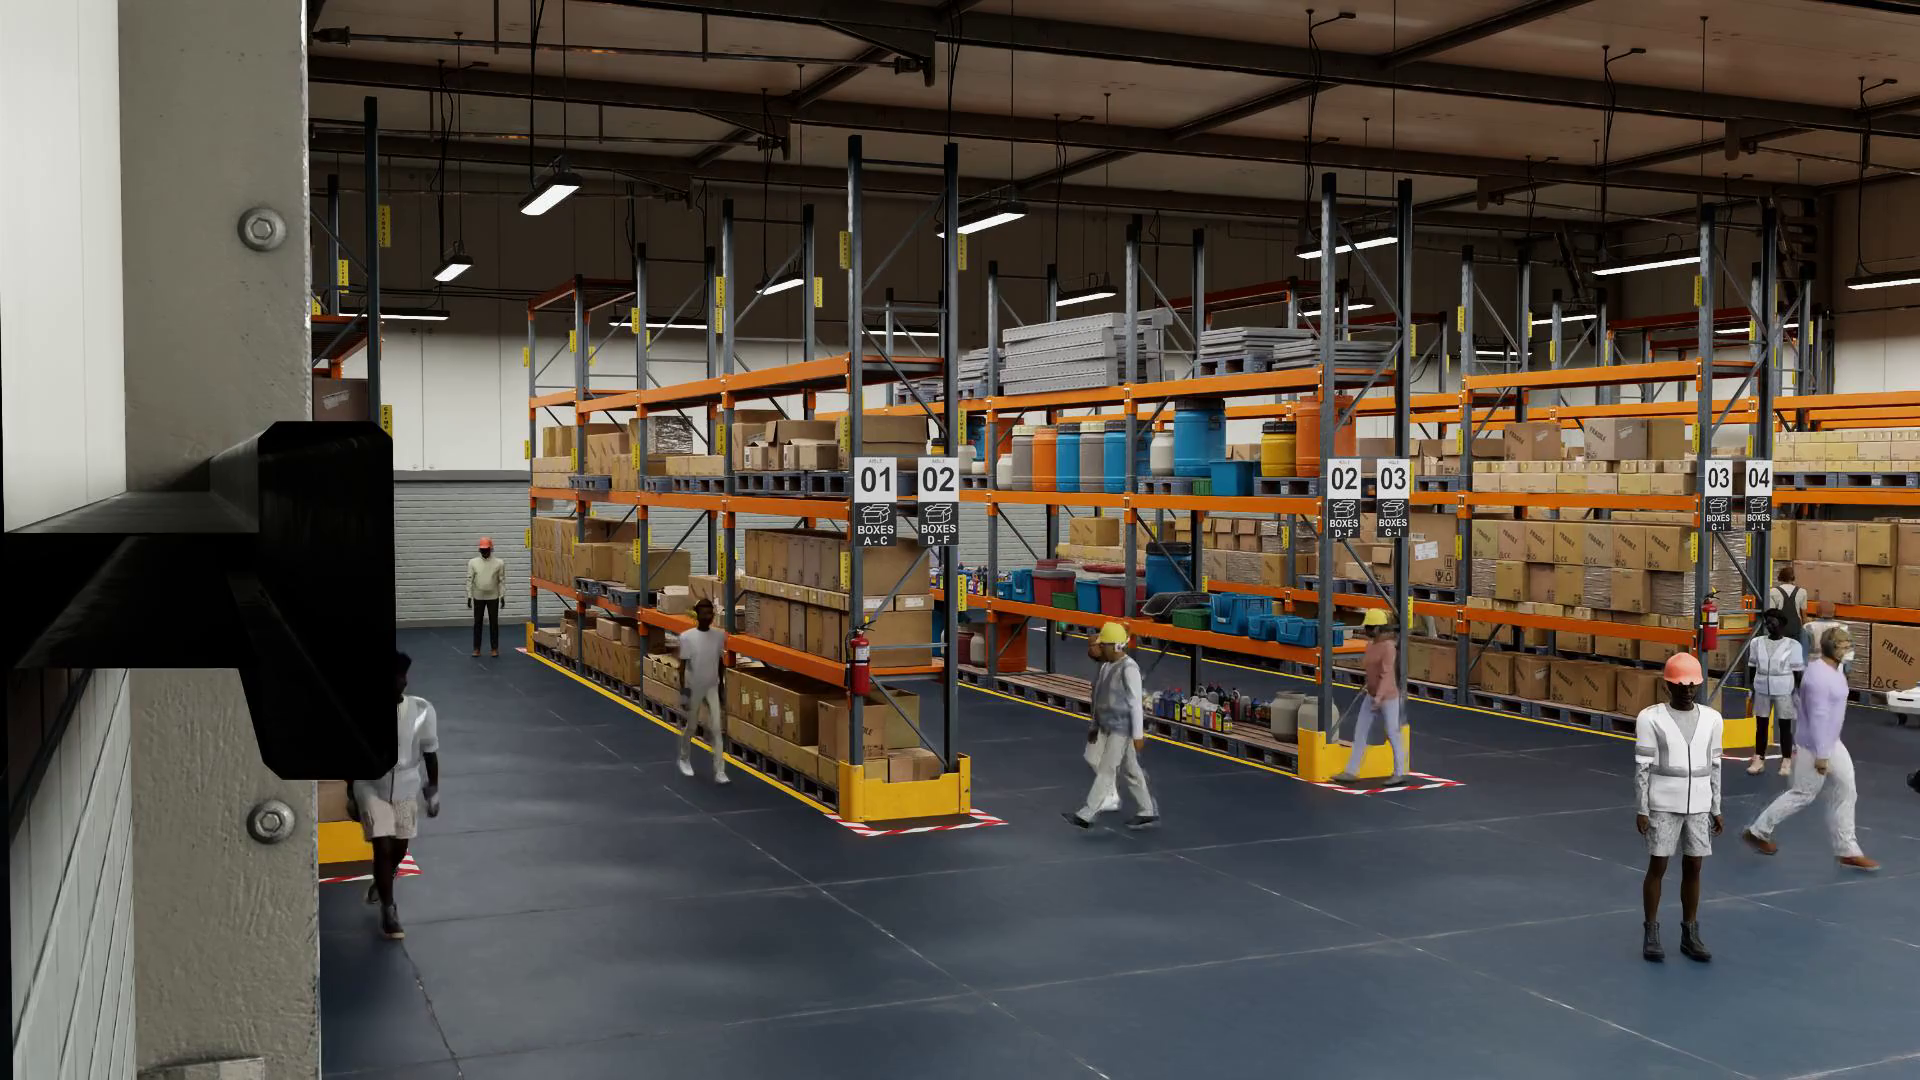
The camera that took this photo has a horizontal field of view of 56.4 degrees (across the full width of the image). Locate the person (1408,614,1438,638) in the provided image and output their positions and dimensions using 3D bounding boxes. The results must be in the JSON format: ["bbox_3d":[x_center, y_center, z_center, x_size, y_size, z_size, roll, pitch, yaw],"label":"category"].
[{"bbox_3d":[7.560,1.058,29.234,0.617,1.781,0.925,-1,3,-29],"label":"person"}]

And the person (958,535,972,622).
[{"bbox_3d":[-0.192,0.744,36.117,0.976,1.895,0.559,-2,3,-43],"label":"person"}]

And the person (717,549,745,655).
[{"bbox_3d":[-3.470,1.068,27.152,0.593,1.925,0.384,-1,2,-25],"label":"person"}]

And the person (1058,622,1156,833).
[{"bbox_3d":[1.275,1.596,15.257,0.947,1.777,0.614,-1,2,-14],"label":"person"}]

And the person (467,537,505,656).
[{"bbox_3d":[-7.868,0.936,29.731,0.622,1.992,0.396,0,2,-10],"label":"person"}]

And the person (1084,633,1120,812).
[{"bbox_3d":[1.264,1.645,16.173,0.378,1.601,0.542,0,2,-7],"label":"person"}]

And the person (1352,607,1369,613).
[{"bbox_3d":[6.797,0.993,29.857,0.598,1.869,0.442,-1,2,-18],"label":"person"}]

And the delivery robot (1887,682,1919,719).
[{"bbox_3d":[11.491,1.937,21.408,0.477,0.478,0.707,-2,3,-42],"label":"delivery robot"}]

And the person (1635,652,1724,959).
[{"bbox_3d":[4.545,1.671,11.290,0.552,1.935,0.373,0,2,0],"label":"person"}]

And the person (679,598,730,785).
[{"bbox_3d":[-2.576,1.480,17.850,0.547,1.827,0.981,-1,3,-29],"label":"person"}]

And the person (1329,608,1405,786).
[{"bbox_3d":[3.986,1.537,17.399,0.848,1.731,0.529,-1,2,-22],"label":"person"}]

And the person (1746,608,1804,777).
[{"bbox_3d":[8.207,1.534,18.051,0.324,1.701,0.546,-2,3,-45],"label":"person"}]

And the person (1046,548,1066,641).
[{"bbox_3d":[1.662,0.970,31.972,0.527,1.751,0.419,-1,2,-20],"label":"person"}]

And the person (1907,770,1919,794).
[{"bbox_3d":[9.255,1.490,16.708,0.532,1.874,1.021,0,2,-3],"label":"person"}]

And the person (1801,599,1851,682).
[{"bbox_3d":[9.782,1.481,20.243,0.512,1.624,0.369,2,3,35],"label":"person"}]

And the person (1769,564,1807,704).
[{"bbox_3d":[10.907,1.244,23.654,0.507,1.842,0.339,0,2,9],"label":"person"}]

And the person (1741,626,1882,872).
[{"bbox_3d":[6.607,1.599,13.936,0.939,1.897,0.645,2,3,44],"label":"person"}]

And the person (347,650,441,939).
[{"bbox_3d":[-3.862,1.660,12.117,0.621,1.914,0.875,-1,3,-29],"label":"person"}]
